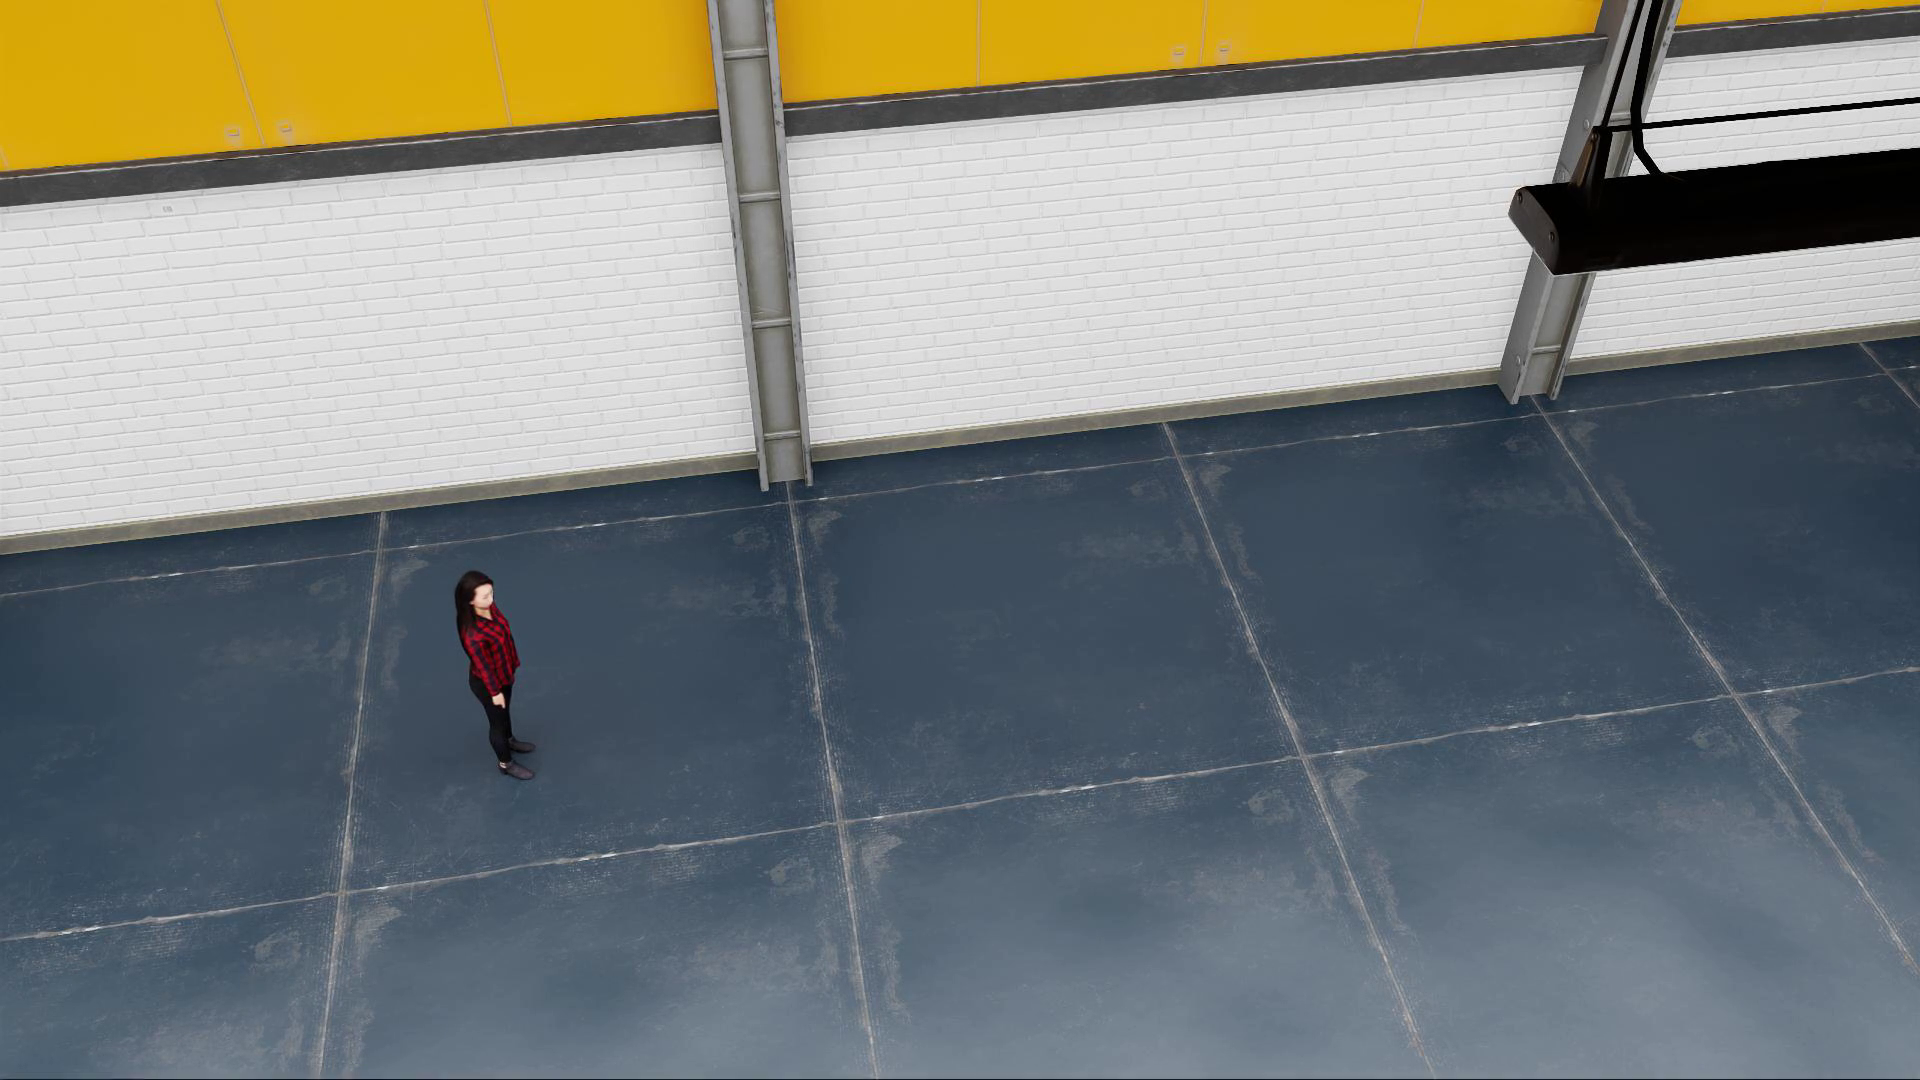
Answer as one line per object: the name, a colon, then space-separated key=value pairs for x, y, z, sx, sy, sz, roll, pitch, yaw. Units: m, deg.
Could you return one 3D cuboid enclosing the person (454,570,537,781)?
person: x=-2.855 y=0.818 z=10.101 sx=0.533 sy=1.655 sz=0.602 roll=-3 pitch=44 yaw=-3
